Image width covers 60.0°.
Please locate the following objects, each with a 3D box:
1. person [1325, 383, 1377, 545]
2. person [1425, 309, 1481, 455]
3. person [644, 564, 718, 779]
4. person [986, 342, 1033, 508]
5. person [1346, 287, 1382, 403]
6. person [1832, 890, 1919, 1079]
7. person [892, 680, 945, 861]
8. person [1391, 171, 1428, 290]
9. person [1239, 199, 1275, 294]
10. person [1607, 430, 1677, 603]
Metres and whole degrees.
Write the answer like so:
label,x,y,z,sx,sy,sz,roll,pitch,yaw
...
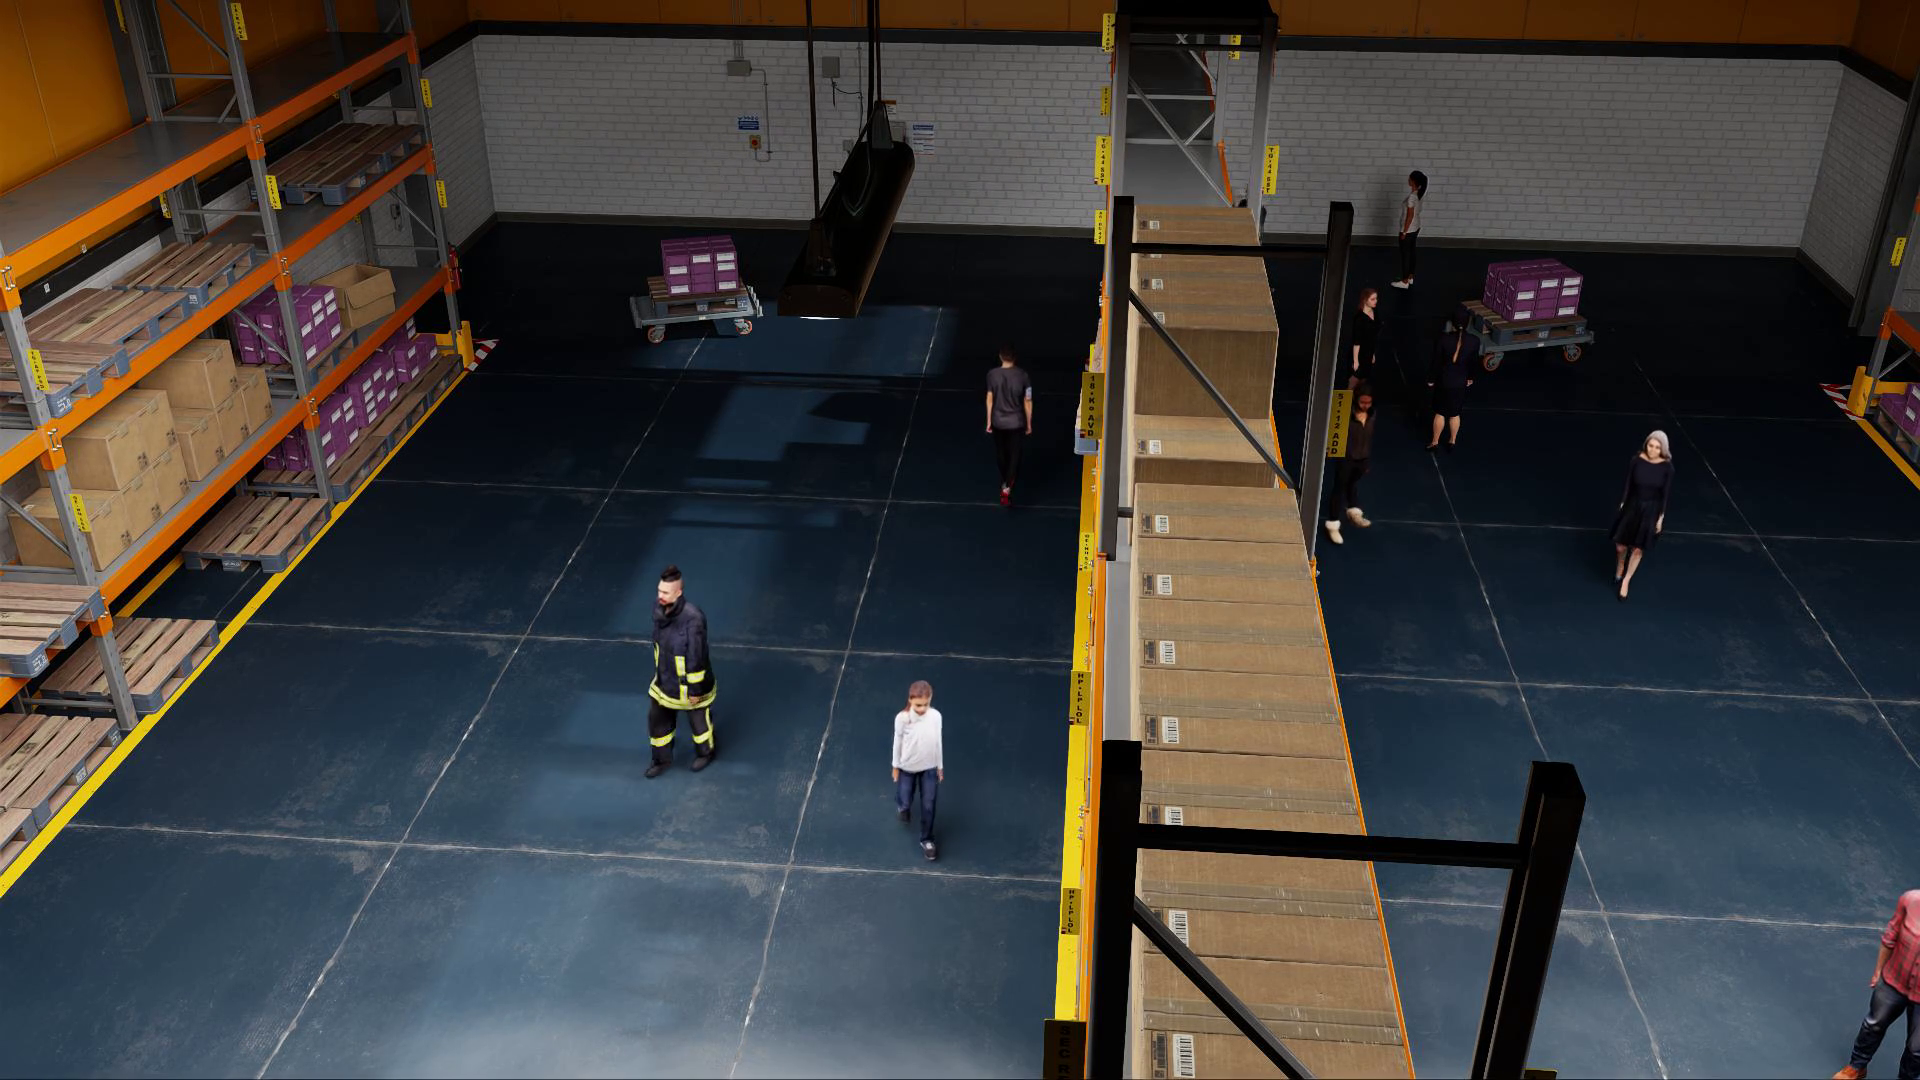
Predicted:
label,x,y,z,sx,sy,sz,roll,pitch,yaw
person,3.981,-0.752,16.582,0.784,1.657,0.703,2,29,3
person,5.417,-1.740,18.378,0.752,1.671,0.694,-3,29,-6
person,-2.143,0.998,13.173,0.935,1.848,0.987,15,32,25
person,0.488,-1.184,17.285,0.709,1.741,1.091,5,29,10
person,4.568,-2.081,18.966,0.715,1.706,0.626,24,37,37
person,5.807,2.693,10.085,0.798,1.830,0.748,-23,36,-36
person,-0.314,1.626,12.342,0.665,1.541,0.868,-5,29,-10
person,6.272,-4.334,23.160,0.715,1.646,0.613,18,34,30
person,3.840,-3.978,22.455,1.086,1.696,1.032,-22,36,-35
person,6.392,-0.254,15.584,0.728,1.738,0.817,13,31,22
